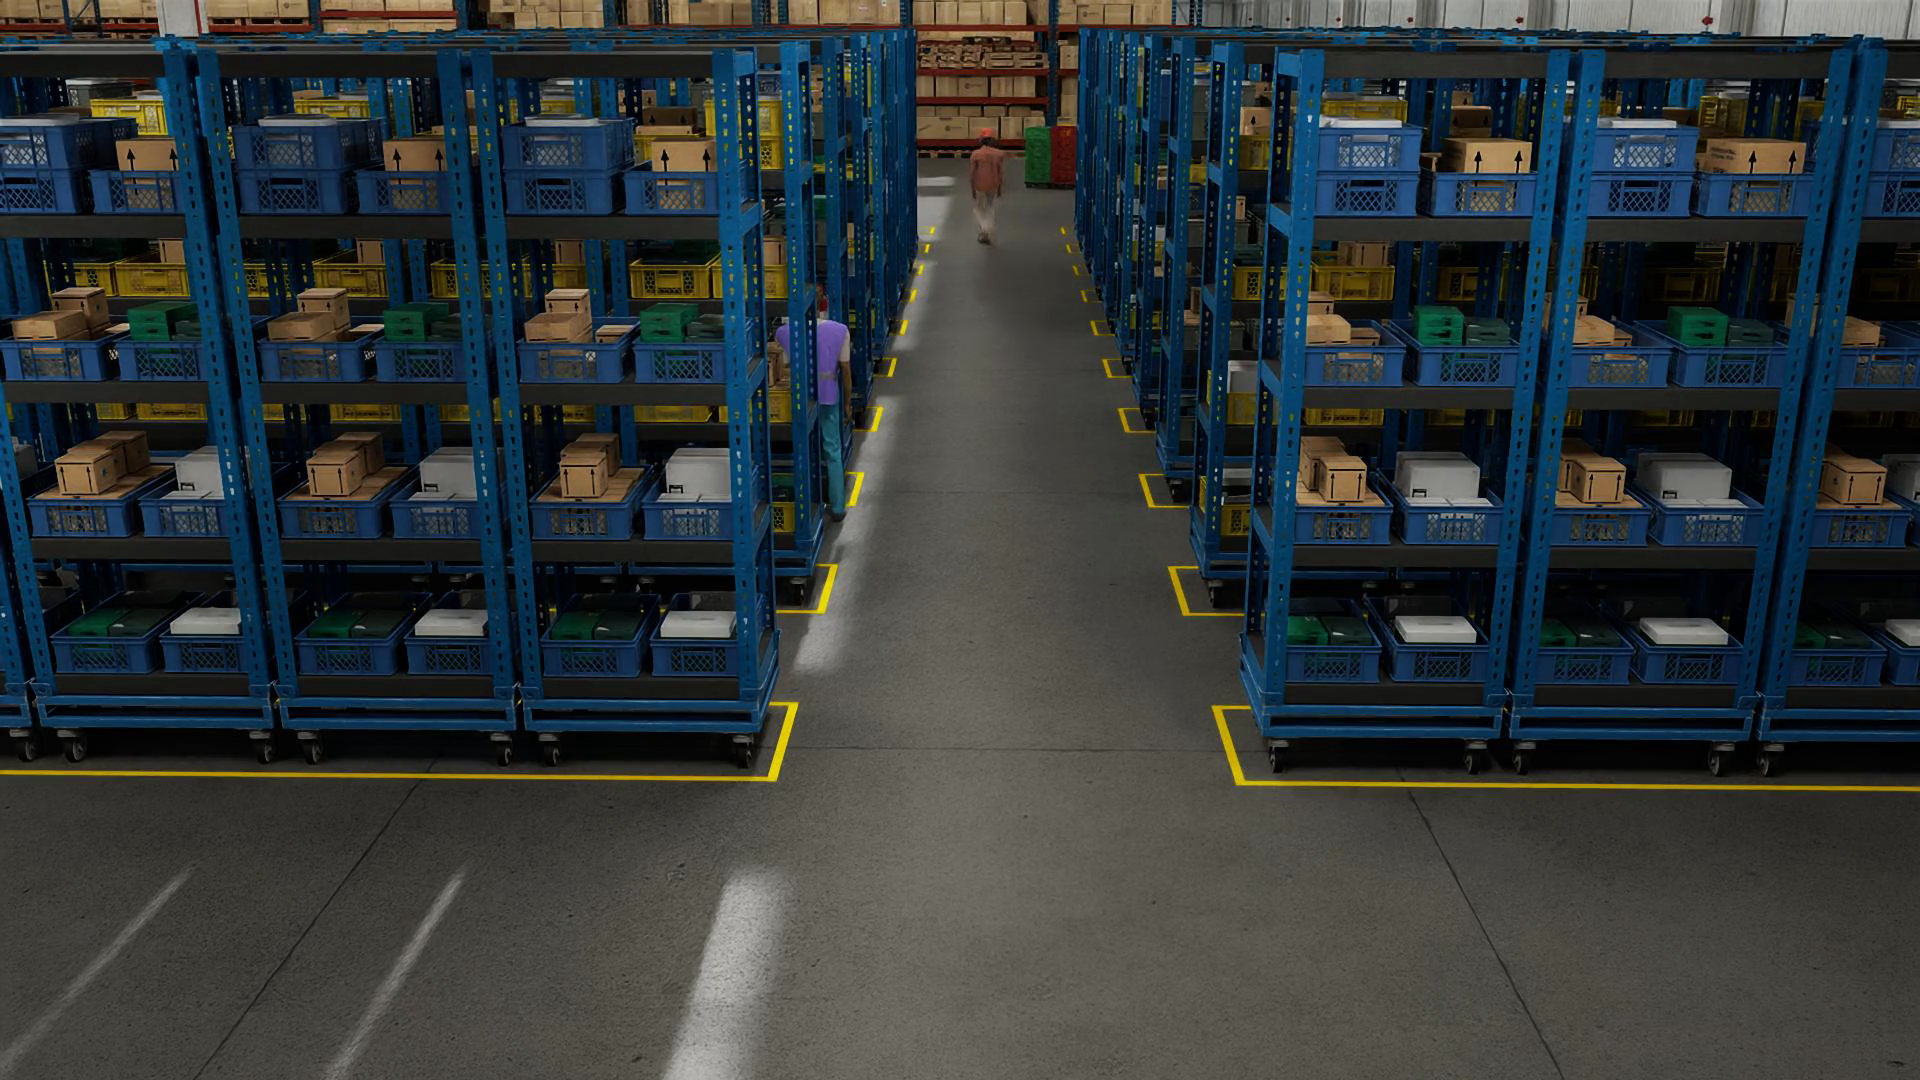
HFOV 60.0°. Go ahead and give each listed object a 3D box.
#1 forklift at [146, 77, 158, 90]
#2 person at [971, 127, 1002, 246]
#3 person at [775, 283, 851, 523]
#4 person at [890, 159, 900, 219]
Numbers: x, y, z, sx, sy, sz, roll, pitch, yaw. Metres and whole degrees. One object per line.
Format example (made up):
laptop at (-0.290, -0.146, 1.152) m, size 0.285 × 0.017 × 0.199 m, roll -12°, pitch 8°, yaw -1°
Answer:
forklift at (-21.025, -11.362, 43.850) m, size 1.873 × 2.768 × 1.129 m, roll 0°, pitch 17°, yaw 1°
person at (0.438, -5.989, 28.206) m, size 0.621 × 1.978 × 0.436 m, roll -6°, pitch 18°, yaw -18°
person at (-1.102, -1.021, 12.592) m, size 0.565 × 1.845 × 0.384 m, roll -3°, pitch 18°, yaw -9°
person at (-1.287, -6.652, 30.512) m, size 0.694 × 1.866 × 0.397 m, roll -12°, pitch 21°, yaw -34°
